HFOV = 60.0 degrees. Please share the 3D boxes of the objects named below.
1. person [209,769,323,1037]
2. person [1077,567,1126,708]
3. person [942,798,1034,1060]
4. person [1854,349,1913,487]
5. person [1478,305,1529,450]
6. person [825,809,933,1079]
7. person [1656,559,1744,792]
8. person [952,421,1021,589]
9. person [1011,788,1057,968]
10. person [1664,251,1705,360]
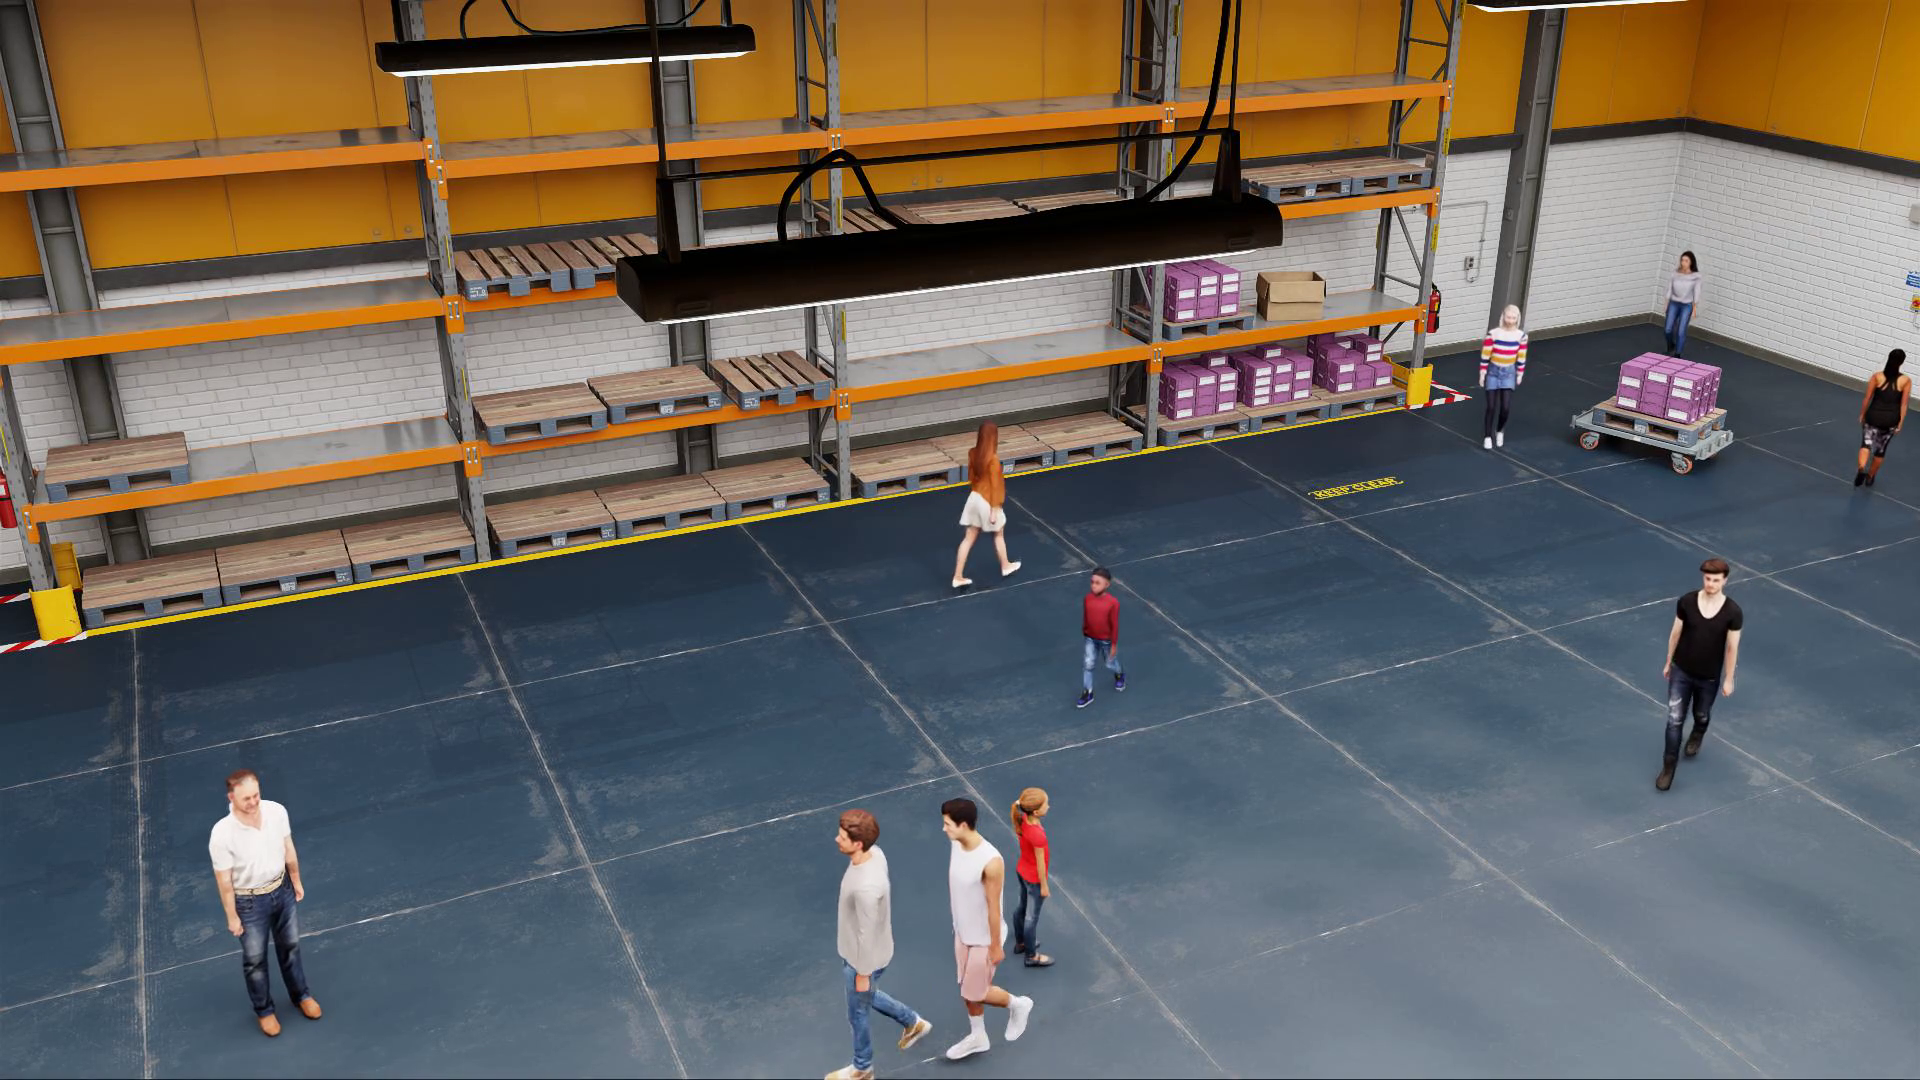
[{"bbox_3d":[-4.351,2.204,10.338,0.801,1.849,0.668,20,31,39],"label":"person"},{"bbox_3d":[1.240,0.807,14.296,0.769,1.239,0.886,13,27,28],"label":"person"},{"bbox_3d":[0.185,2.352,10.122,0.850,1.750,0.738,-15,28,-31],"label":"person"},{"bbox_3d":[10.362,-1.346,18.706,0.870,1.650,0.994,14,27,29],"label":"person"},{"bbox_3d":[6.491,-1.979,19.973,0.771,1.796,0.839,8,25,17],"label":"person"},{"bbox_3d":[-0.480,2.414,9.805,0.990,1.890,0.825,-3,24,-6],"label":"person"},{"bbox_3d":[5.814,1.001,13.066,1.094,1.868,1.286,14,27,29],"label":"person"},{"bbox_3d":[0.164,-0.305,16.292,1.172,1.677,0.864,-20,31,-38],"label":"person"},{"bbox_3d":[0.464,2.210,10.996,0.519,1.311,0.505,-7,25,-17],"label":"person"},{"bbox_3d":[10.013,-3.223,23.039,0.762,1.619,0.809,16,28,33],"label":"person"}]
